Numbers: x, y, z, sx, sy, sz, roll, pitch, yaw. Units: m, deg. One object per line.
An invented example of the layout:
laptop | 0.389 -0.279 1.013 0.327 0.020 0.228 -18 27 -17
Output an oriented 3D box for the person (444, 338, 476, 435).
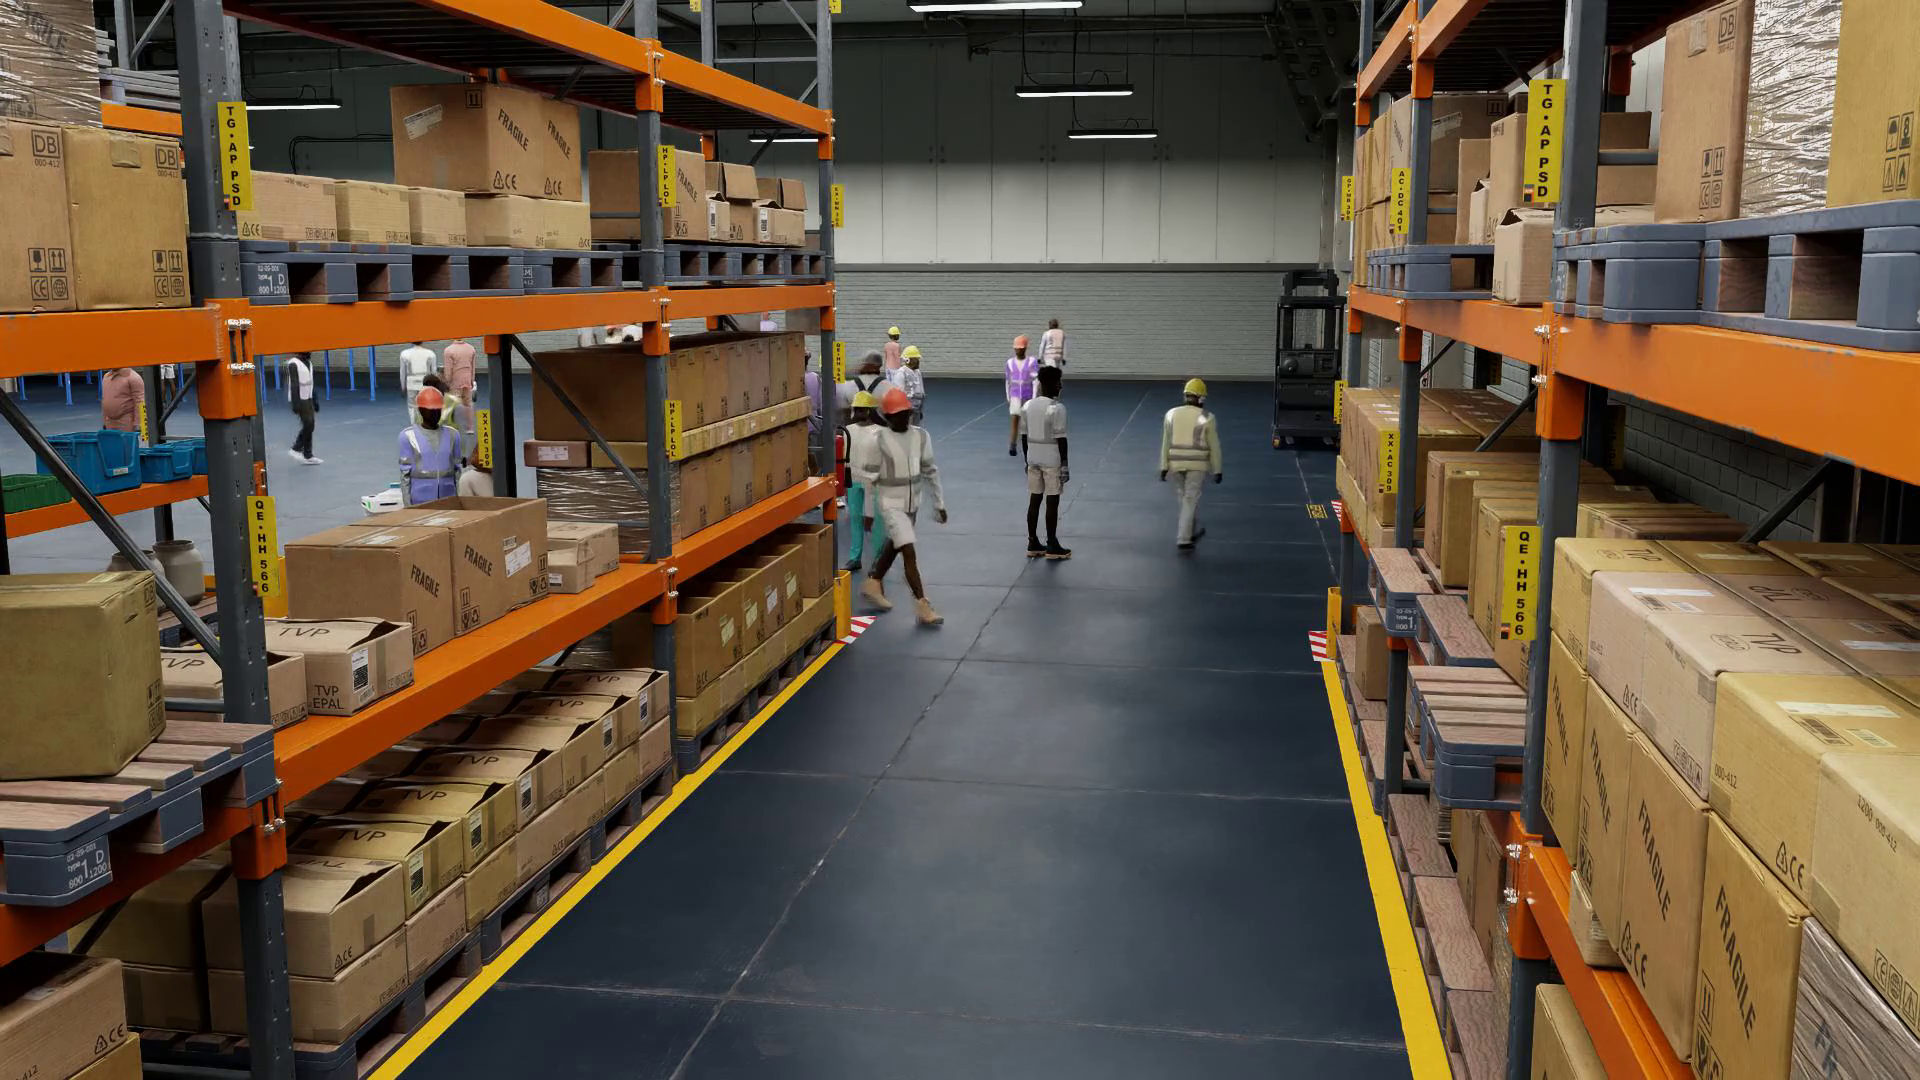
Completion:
person | -8.914 -2.805 29.569 0.407 1.914 0.653 6 11 33

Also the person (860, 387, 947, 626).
person | -0.513 -0.316 13.998 0.709 1.978 1.084 -7 11 -36

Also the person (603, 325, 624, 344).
person | -7.158 -3.663 34.810 0.555 1.913 0.794 5 11 30

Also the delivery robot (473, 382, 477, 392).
delivery robot | -11.112 -3.439 37.437 0.477 0.478 0.707 -1 9 -6

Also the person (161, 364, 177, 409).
person | -16.923 -3.747 35.278 0.375 1.927 0.543 6 11 31

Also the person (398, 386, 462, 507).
person | -4.519 -0.350 14.291 0.542 1.940 0.355 -7 11 -36

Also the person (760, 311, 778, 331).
person | -4.930 -4.912 42.523 0.642 1.909 0.410 0 9 3

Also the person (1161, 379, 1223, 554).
person | 2.484 -0.788 17.439 0.630 1.789 0.894 7 12 37

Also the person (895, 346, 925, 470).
person | -0.713 -1.904 24.241 0.403 1.826 0.611 4 10 24

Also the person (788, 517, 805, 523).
person | -1.987 -1.073 19.007 0.454 1.851 0.623 -5 10 -27

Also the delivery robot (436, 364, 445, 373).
delivery robot | -13.252 -4.396 42.533 0.698 0.223 0.335 4 10 23

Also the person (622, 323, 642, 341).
person | -8.123 -4.675 41.240 0.552 1.842 0.732 -2 10 -14

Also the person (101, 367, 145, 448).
person | -10.976 -1.545 21.759 0.651 1.905 0.409 3 10 19

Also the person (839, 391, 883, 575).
person | -0.933 -0.559 16.100 0.525 1.772 0.308 5 11 30

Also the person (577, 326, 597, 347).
person | -9.792 -5.069 43.637 0.529 1.848 0.687 -4 10 -22

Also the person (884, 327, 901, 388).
person | -1.367 -3.510 34.308 0.314 1.769 0.524 -6 11 -34

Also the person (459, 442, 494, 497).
person | -3.710 -0.003 13.083 0.278 1.633 0.498 5 11 29

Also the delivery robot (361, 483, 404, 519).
delivery robot | -6.346 -0.402 18.709 0.707 0.478 0.477 -6 11 -31

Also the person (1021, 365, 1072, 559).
person | 0.888 -0.804 17.002 0.361 1.963 0.617 -8 12 -41

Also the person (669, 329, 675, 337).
person | -7.196 -4.501 40.811 0.511 1.640 0.308 2 9 12

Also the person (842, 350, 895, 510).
person | -1.087 -1.315 20.056 0.688 2.000 1.037 3 10 16

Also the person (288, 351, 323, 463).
person | -9.919 -2.101 25.168 0.439 1.906 0.630 0 9 2

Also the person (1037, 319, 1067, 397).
person | 2.116 -4.234 38.686 0.624 1.791 0.954 -5 11 -30

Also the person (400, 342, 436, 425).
person | -9.205 -2.618 28.322 0.616 1.934 0.535 -4 10 -24

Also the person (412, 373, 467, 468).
person | -5.852 -0.999 18.758 0.627 1.798 0.973 3 10 17

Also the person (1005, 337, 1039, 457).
person | 0.978 -2.284 26.421 0.550 1.887 1.029 2 9 10

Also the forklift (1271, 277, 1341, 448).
forklift | 5.847 -3.016 27.970 1.129 2.768 1.873 1 9 9

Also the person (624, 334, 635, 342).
person | -6.421 -3.168 32.419 0.551 1.685 0.366 0 9 -3

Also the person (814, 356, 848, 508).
person | -1.618 -1.355 20.525 0.594 1.924 0.382 -3 10 -16

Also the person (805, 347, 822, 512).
person | -1.936 -1.369 20.285 0.389 2.034 0.605 4 10 22
